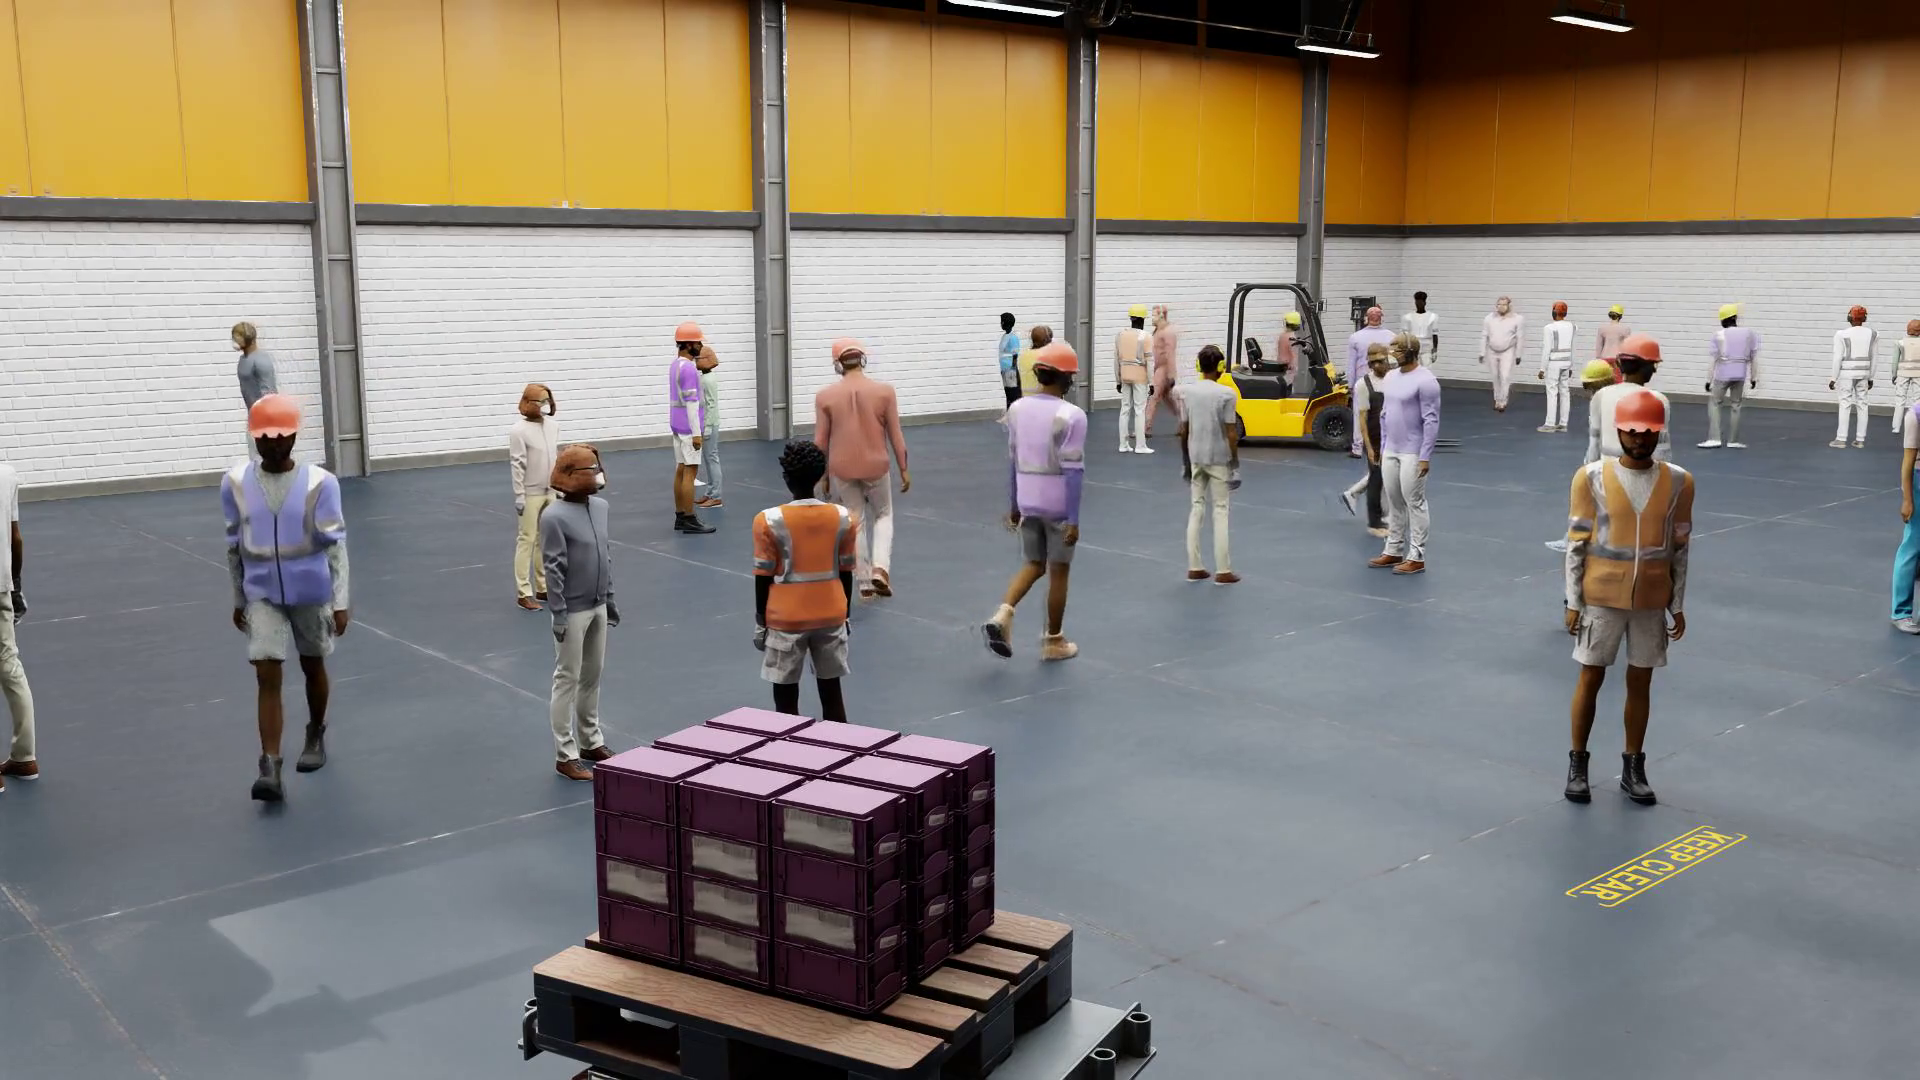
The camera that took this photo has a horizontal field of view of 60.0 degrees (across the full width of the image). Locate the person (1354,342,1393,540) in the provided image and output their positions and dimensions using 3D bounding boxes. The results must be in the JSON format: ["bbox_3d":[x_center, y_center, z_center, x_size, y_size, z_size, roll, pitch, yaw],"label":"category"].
[{"bbox_3d":[3.754,-0.850,14.671,0.582,1.783,0.811,0,10,1],"label":"person"}]

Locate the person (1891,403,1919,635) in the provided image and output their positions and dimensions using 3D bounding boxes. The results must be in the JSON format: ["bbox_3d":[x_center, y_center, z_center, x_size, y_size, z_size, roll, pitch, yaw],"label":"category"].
[{"bbox_3d":[6.576,-0.287,11.215,0.565,1.837,0.396,-2,10,-14],"label":"person"}]

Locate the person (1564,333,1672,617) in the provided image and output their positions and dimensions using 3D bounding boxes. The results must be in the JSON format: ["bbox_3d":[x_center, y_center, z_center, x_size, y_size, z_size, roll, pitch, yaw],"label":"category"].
[{"bbox_3d":[4.476,-0.369,11.126,0.663,2.029,0.630,-4,11,-23],"label":"person"}]

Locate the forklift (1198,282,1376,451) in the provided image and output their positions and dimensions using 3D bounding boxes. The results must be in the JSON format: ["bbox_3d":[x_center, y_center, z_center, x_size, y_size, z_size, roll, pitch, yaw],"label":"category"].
[{"bbox_3d":[4.328,-2.346,22.227,2.313,2.155,1.214,3,10,16],"label":"forklift"}]

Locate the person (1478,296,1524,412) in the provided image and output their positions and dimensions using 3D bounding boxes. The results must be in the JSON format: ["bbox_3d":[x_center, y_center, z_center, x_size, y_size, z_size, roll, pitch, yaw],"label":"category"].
[{"bbox_3d":[8.797,-3.026,27.148,0.642,1.872,0.864,7,12,34],"label":"person"}]

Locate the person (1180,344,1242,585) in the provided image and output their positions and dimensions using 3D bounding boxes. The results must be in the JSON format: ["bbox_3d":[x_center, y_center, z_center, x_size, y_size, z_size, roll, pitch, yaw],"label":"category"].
[{"bbox_3d":[1.949,-0.583,12.892,0.514,1.861,0.352,8,12,39],"label":"person"}]

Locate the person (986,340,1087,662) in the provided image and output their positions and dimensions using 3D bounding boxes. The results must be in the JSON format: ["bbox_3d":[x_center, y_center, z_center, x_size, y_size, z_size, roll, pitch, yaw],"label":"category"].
[{"bbox_3d":[0.486,-0.211,10.229,0.634,2.024,0.646,9,13,41],"label":"person"}]

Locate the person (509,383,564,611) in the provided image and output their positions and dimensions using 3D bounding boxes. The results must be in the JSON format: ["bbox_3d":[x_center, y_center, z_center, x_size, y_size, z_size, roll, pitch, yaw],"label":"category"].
[{"bbox_3d":[-3.039,-0.320,12.003,0.274,1.632,0.503,5,11,25],"label":"person"}]

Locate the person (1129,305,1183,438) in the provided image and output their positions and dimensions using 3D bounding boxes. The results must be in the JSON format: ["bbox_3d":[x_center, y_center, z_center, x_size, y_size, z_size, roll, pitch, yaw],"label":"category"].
[{"bbox_3d":[2.845,-2.354,23.262,0.984,1.865,0.663,-1,10,-8],"label":"person"}]

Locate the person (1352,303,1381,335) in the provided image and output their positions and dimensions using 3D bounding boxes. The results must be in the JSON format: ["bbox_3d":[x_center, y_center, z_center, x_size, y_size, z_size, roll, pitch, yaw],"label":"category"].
[{"bbox_3d":[6.172,-2.651,25.068,0.430,1.837,0.620,-3,10,-19],"label":"person"}]

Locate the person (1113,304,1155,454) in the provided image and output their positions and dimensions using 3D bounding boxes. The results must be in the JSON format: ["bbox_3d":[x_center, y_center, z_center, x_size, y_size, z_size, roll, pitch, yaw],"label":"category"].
[{"bbox_3d":[2.255,-2.066,21.363,0.594,1.925,0.369,8,13,40],"label":"person"}]

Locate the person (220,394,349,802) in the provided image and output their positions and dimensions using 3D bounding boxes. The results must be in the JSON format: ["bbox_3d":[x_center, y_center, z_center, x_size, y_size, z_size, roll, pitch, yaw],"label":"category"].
[{"bbox_3d":[-3.183,0.258,7.871,0.565,1.883,0.983,-2,10,-12],"label":"person"}]

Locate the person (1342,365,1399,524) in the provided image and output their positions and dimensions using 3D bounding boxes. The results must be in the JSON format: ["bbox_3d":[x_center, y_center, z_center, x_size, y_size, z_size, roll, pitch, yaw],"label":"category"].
[{"bbox_3d":[3.924,-0.940,15.677,0.525,1.613,0.557,3,10,17],"label":"person"}]

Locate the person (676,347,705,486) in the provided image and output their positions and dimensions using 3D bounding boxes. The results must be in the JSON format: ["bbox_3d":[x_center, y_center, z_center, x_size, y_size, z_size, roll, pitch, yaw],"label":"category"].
[{"bbox_3d":[-3.007,-1.404,18.357,0.313,1.633,0.519,-4,10,-21],"label":"person"}]

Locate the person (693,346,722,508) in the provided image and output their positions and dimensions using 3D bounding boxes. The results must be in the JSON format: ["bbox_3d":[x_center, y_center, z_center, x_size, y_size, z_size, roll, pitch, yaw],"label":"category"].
[{"bbox_3d":[-2.566,-1.146,16.842,0.281,1.632,0.504,-3,10,-16],"label":"person"}]

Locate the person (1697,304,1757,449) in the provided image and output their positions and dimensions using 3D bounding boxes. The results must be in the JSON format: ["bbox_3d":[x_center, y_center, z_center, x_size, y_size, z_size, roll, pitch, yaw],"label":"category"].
[{"bbox_3d":[10.094,-2.135,21.859,0.813,1.899,0.469,0,10,0],"label":"person"}]

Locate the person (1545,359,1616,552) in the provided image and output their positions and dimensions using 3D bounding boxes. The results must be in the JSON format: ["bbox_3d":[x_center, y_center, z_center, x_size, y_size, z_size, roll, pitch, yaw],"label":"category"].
[{"bbox_3d":[5.314,-0.671,13.882,0.809,1.681,0.552,4,10,21],"label":"person"}]

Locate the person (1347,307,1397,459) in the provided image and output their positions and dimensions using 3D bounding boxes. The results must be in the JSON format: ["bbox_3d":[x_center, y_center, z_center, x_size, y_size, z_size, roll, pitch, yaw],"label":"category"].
[{"bbox_3d":[5.169,-1.964,20.858,0.639,1.900,0.401,1,10,3],"label":"person"}]

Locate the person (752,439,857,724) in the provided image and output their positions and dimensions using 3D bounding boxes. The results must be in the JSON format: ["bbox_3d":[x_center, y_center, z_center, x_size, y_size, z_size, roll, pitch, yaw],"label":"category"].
[{"bbox_3d":[-0.721,0.376,7.771,0.530,1.689,0.321,-6,11,-31],"label":"person"}]

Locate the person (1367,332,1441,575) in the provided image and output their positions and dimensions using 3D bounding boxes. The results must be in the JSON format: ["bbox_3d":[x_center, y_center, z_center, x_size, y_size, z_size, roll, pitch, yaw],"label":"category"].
[{"bbox_3d":[3.565,-0.691,13.299,0.371,1.935,0.629,-4,10,-21],"label":"person"}]

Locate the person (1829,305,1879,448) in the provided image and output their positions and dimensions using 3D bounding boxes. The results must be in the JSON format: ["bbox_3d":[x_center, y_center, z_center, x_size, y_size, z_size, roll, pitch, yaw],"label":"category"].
[{"bbox_3d":[11.813,-2.152,22.001,0.574,1.883,0.360,1,10,3],"label":"person"}]

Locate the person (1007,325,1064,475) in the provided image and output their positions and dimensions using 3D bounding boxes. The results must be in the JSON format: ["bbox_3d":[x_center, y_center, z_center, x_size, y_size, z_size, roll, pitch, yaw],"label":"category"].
[{"bbox_3d":[0.810,-1.370,17.619,0.788,1.815,0.624,-6,12,-33],"label":"person"}]

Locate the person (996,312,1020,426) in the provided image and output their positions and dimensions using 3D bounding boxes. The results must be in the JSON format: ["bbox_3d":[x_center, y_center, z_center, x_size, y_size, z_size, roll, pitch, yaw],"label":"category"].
[{"bbox_3d":[0.735,-2.557,24.910,0.322,1.697,0.532,-3,10,-15],"label":"person"}]

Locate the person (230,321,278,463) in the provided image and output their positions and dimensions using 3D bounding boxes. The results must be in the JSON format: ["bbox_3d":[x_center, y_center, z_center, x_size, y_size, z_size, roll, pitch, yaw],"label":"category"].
[{"bbox_3d":[-6.828,-1.217,16.454,0.670,1.912,0.671,-7,12,-37],"label":"person"}]

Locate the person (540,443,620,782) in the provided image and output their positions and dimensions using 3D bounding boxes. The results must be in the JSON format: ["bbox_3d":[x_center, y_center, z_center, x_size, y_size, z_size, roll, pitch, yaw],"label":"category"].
[{"bbox_3d":[-1.839,0.341,8.125,0.279,1.636,0.501,4,10,21],"label":"person"}]

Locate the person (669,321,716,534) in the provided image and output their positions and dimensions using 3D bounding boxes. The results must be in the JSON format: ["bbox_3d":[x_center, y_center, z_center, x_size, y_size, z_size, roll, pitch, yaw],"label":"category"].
[{"bbox_3d":[-2.473,-1.029,15.260,0.360,1.939,0.543,-4,11,-24],"label":"person"}]

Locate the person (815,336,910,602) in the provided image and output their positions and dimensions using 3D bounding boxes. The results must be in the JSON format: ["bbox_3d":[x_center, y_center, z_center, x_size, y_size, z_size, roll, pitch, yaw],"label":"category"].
[{"bbox_3d":[-0.713,-0.510,12.179,0.696,1.948,0.532,0,10,0],"label":"person"}]

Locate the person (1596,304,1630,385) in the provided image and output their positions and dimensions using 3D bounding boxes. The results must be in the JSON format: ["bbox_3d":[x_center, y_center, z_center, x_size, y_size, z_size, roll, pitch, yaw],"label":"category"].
[{"bbox_3d":[10.425,-2.873,26.563,0.526,1.768,0.330,8,12,39],"label":"person"}]

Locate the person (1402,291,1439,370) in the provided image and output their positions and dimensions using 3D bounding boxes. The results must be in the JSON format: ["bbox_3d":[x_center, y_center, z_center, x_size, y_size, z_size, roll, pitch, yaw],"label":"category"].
[{"bbox_3d":[7.684,-3.178,27.814,0.605,1.955,0.386,4,10,21],"label":"person"}]

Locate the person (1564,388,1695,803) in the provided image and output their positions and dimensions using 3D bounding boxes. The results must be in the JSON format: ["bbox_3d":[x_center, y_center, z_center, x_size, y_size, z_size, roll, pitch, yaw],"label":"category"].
[{"bbox_3d":[3.081,0.267,7.677,0.548,1.936,0.378,2,10,9],"label":"person"}]

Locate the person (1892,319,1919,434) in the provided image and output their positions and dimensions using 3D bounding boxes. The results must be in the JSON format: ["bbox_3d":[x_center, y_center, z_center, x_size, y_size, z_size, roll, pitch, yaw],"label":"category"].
[{"bbox_3d":[13.536,-2.315,23.664,0.513,1.641,0.307,6,11,31],"label":"person"}]

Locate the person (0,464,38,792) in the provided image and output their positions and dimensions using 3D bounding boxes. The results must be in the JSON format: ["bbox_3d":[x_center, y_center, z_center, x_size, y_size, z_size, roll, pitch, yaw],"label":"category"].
[{"bbox_3d":[-4.656,0.269,7.865,0.327,1.872,0.516,3,10,16],"label":"person"}]

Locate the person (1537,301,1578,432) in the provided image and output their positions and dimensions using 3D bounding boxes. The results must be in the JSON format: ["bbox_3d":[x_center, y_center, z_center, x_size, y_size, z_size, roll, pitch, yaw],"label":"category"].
[{"bbox_3d":[8.599,-2.486,23.956,0.573,1.883,0.355,-4,10,-22],"label":"person"}]

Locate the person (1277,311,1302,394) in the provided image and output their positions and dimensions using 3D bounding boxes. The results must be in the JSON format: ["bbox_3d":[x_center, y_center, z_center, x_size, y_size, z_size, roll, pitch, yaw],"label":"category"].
[{"bbox_3d":[4.720,-2.474,24.309,0.728,1.739,0.535,-2,10,-12],"label":"person"}]
